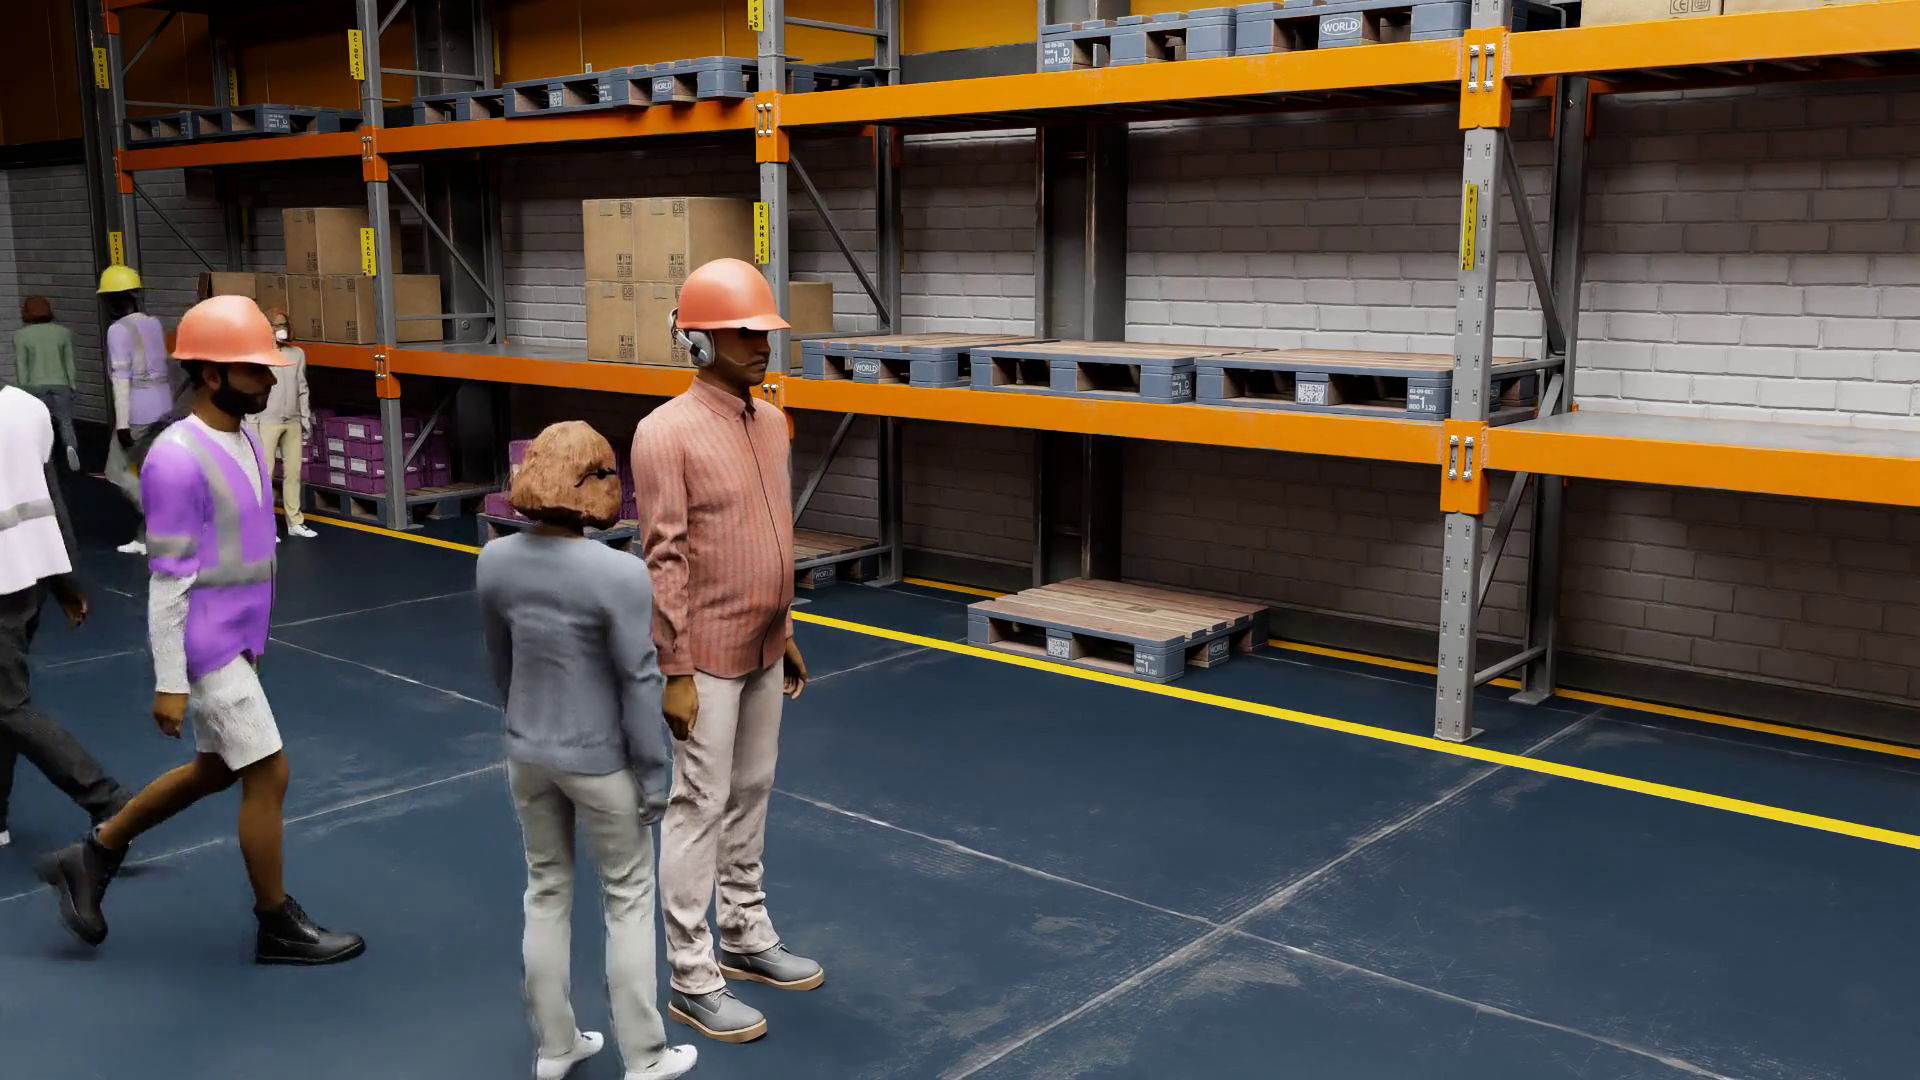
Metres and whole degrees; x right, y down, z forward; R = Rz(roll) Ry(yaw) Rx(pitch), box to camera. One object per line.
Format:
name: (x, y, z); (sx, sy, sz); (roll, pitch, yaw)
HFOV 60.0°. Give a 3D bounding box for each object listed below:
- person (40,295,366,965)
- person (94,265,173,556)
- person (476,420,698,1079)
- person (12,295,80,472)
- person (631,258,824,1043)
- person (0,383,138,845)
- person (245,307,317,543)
person: (-2.176, 0.276, 4.624); (0.844, 1.905, 0.556); (-1, 10, -4)
person: (-5.395, -0.837, 10.900); (0.458, 1.913, 0.615); (1, 10, 4)
person: (-0.900, 0.525, 3.972); (0.516, 1.630, 0.334); (4, 11, 24)
person: (-8.039, -1.352, 14.675); (0.499, 1.613, 0.543); (-8, 13, -40)
person: (-0.597, 0.276, 4.339); (0.381, 1.995, 0.611); (4, 11, 23)
person: (-3.085, 0.147, 5.422); (0.889, 1.883, 0.616); (1, 10, 7)
person: (-4.709, -0.793, 11.483); (0.286, 1.626, 0.493); (6, 12, 31)
